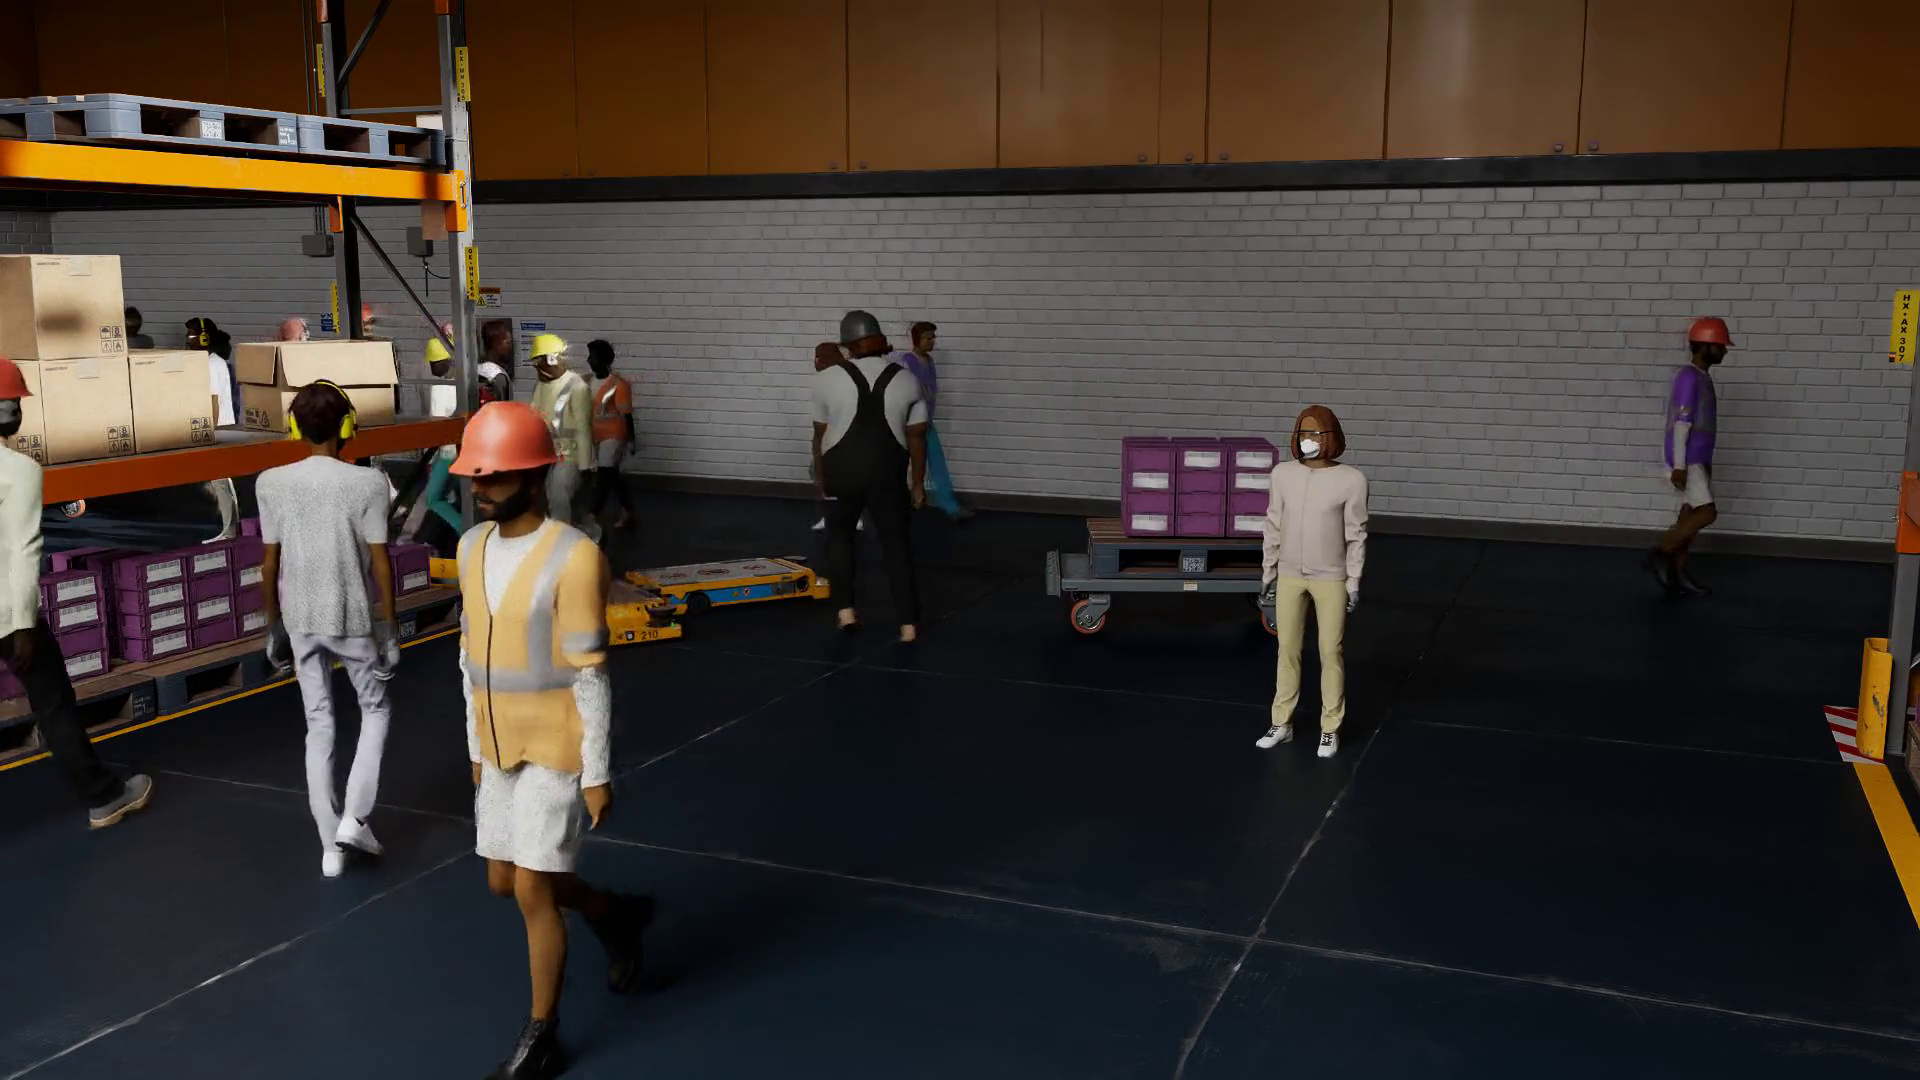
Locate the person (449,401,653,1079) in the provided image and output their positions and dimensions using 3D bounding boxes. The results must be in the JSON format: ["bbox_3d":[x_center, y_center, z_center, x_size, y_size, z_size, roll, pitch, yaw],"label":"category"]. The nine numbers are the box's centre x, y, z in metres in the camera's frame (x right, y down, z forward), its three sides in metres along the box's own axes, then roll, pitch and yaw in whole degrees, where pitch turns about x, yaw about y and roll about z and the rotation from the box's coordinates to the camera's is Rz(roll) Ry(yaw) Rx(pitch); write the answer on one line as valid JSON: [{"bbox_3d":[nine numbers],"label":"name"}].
[{"bbox_3d":[-1.144,0.552,4.701,0.549,1.920,0.720,6,11,33],"label":"person"}]

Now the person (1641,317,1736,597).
[{"bbox_3d":[5.026,-0.555,11.354,0.404,1.921,0.582,6,11,33],"label":"person"}]

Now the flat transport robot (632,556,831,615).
[{"bbox_3d":[-1.582,0.299,11.182,1.431,0.197,0.652,-6,11,-31],"label":"flat transport robot"}]

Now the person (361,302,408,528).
[{"bbox_3d":[-5.009,-1.013,13.985,0.424,1.979,0.623,4,10,21],"label":"person"}]

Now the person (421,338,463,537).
[{"bbox_3d":[-3.729,-0.624,12.307,0.424,1.740,0.558,2,10,15],"label":"person"}]

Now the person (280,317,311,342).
[{"bbox_3d":[-4.847,-0.711,12.410,0.658,1.886,0.687,3,10,18],"label":"person"}]

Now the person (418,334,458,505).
[{"bbox_3d":[-4.428,-0.974,14.521,0.537,1.708,0.597,-3,10,-16],"label":"person"}]

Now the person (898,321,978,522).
[{"bbox_3d":[-0.359,-1.034,14.693,0.992,1.780,0.575,5,11,27],"label":"person"}]

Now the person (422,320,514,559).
[{"bbox_3d":[-3.538,-0.688,12.319,0.952,1.879,0.603,-7,12,-38],"label":"person"}]

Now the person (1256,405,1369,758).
[{"bbox_3d":[1.633,0.189,7.722,0.498,1.634,0.278,6,11,33],"label":"person"}]

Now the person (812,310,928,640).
[{"bbox_3d":[-0.559,-0.414,10.148,0.723,2.000,0.572,-2,10,-11],"label":"person"}]

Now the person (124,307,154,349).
[{"bbox_3d":[-8.958,-1.627,18.185,0.976,1.820,0.514,5,11,27],"label":"person"}]

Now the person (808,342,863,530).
[{"bbox_3d":[-1.082,-0.873,14.195,0.561,1.611,0.545,2,10,12],"label":"person"}]

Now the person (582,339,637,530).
[{"bbox_3d":[-3.023,-0.861,14.026,0.539,1.644,0.897,7,12,37],"label":"person"}]

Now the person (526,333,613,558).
[{"bbox_3d":[-2.867,-0.623,12.189,0.603,1.795,0.784,8,12,41],"label":"person"}]

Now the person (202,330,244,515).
[{"bbox_3d":[-6.762,-1.063,15.159,0.421,1.688,0.536,2,10,10],"label":"person"}]

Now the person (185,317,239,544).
[{"bbox_3d":[-5.980,-0.848,13.335,0.316,1.861,0.514,-4,10,-21],"label":"person"}]

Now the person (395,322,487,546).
[{"bbox_3d":[-4.007,-0.791,13.045,1.027,1.851,0.641,-7,12,-35],"label":"person"}]

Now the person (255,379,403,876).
[{"bbox_3d":[-2.334,0.333,6.211,0.540,1.845,0.401,-1,9,-4],"label":"person"}]

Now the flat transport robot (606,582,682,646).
[{"bbox_3d":[-2.320,0.425,10.419,0.652,0.197,1.431,-6,11,-31],"label":"flat transport robot"}]

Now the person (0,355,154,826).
[{"bbox_3d":[-3.695,0.260,6.394,0.639,1.933,1.040,3,10,19],"label":"person"}]
